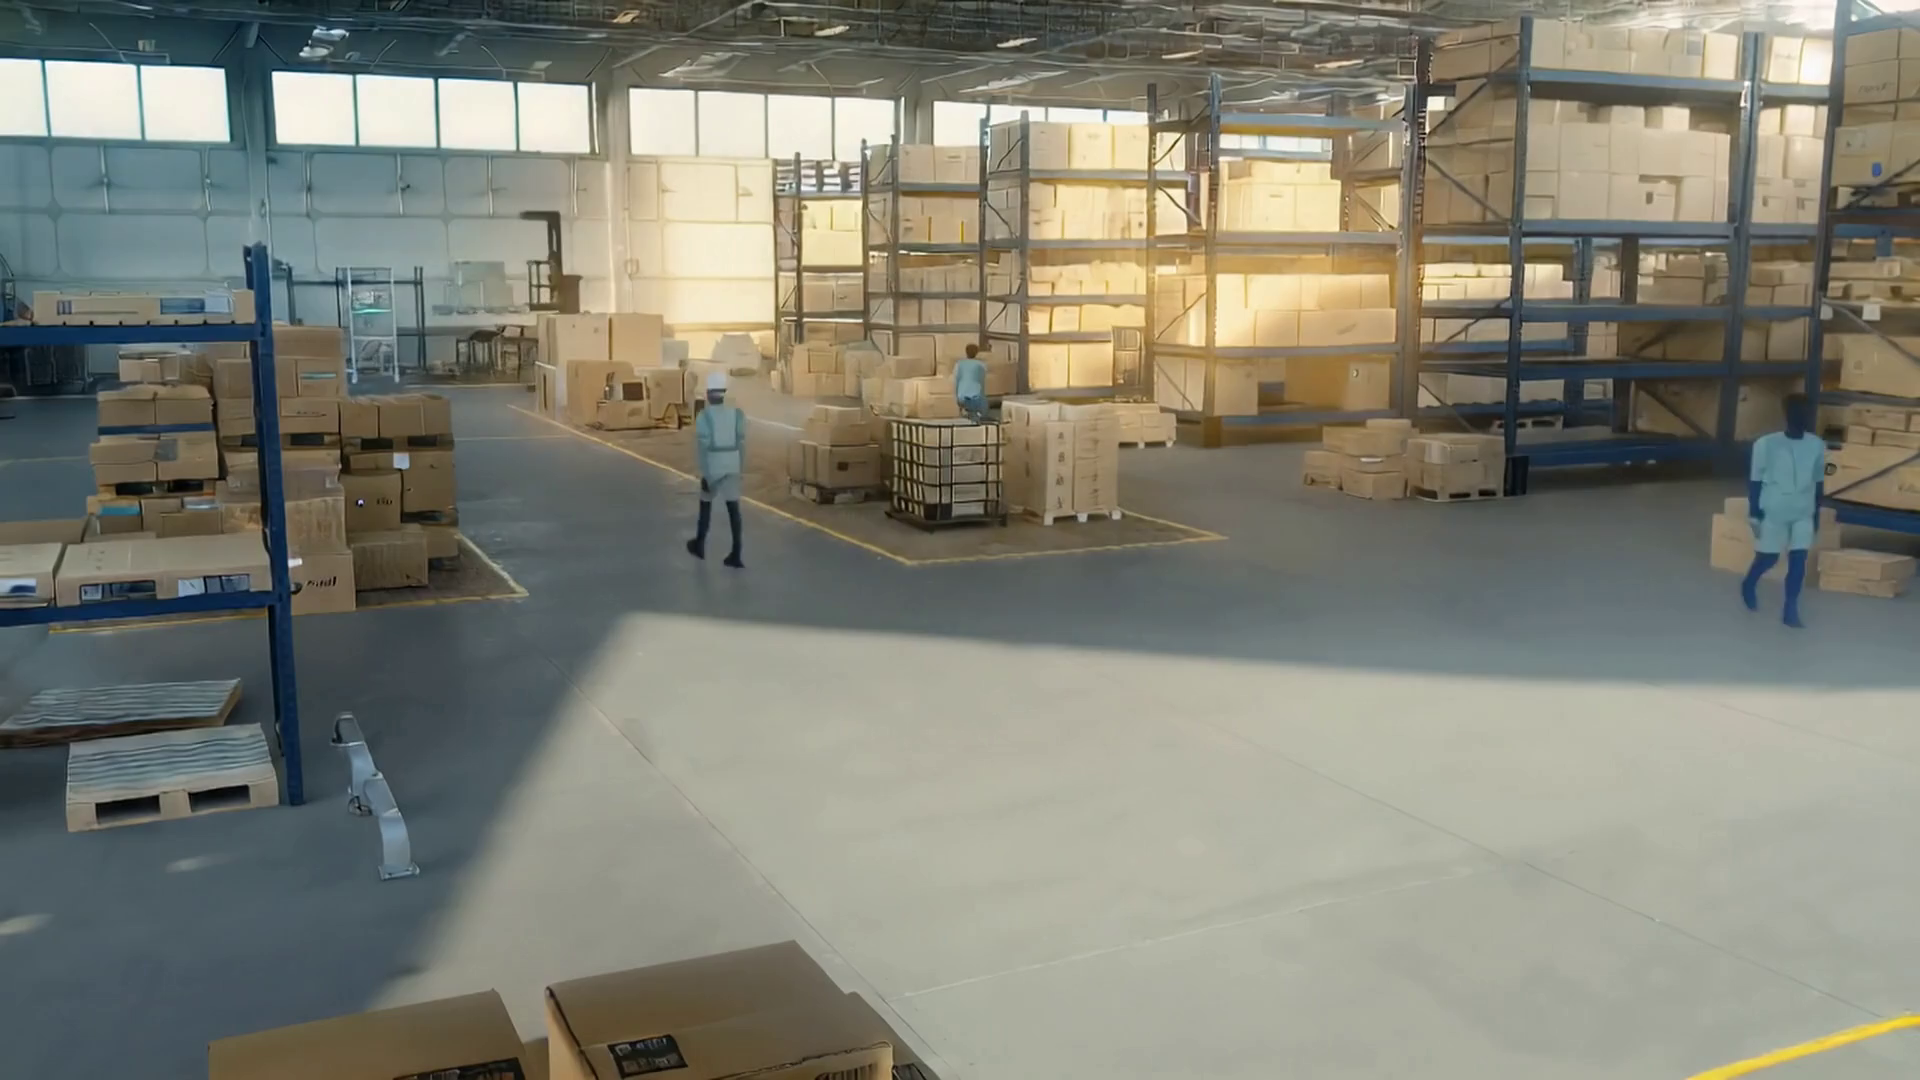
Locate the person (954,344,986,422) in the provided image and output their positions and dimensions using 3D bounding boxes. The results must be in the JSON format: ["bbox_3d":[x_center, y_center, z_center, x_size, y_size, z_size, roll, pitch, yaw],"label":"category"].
[{"bbox_3d":[0.155,-2.520,28.470,0.602,1.657,0.347,4,10,22],"label":"person"}]

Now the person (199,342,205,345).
[{"bbox_3d":[-16.328,-3.892,36.283,0.669,1.891,0.552,5,10,29],"label":"person"}]

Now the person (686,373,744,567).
[{"bbox_3d":[-2.418,-0.704,16.505,0.550,1.884,0.988,-6,11,-32],"label":"person"}]

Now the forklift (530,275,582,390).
[{"bbox_3d":[-9.380,-5.006,40.145,1.873,2.768,1.129,-4,10,-25],"label":"forklift"}]

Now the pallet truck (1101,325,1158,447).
[{"bbox_3d":[2.881,-2.596,27.923,0.823,1.965,1.885,-1,9,-7],"label":"pallet truck"}]

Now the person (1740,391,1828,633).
[{"bbox_3d":[6.705,-0.254,13.553,0.608,1.945,0.712,0,9,0],"label":"person"}]
